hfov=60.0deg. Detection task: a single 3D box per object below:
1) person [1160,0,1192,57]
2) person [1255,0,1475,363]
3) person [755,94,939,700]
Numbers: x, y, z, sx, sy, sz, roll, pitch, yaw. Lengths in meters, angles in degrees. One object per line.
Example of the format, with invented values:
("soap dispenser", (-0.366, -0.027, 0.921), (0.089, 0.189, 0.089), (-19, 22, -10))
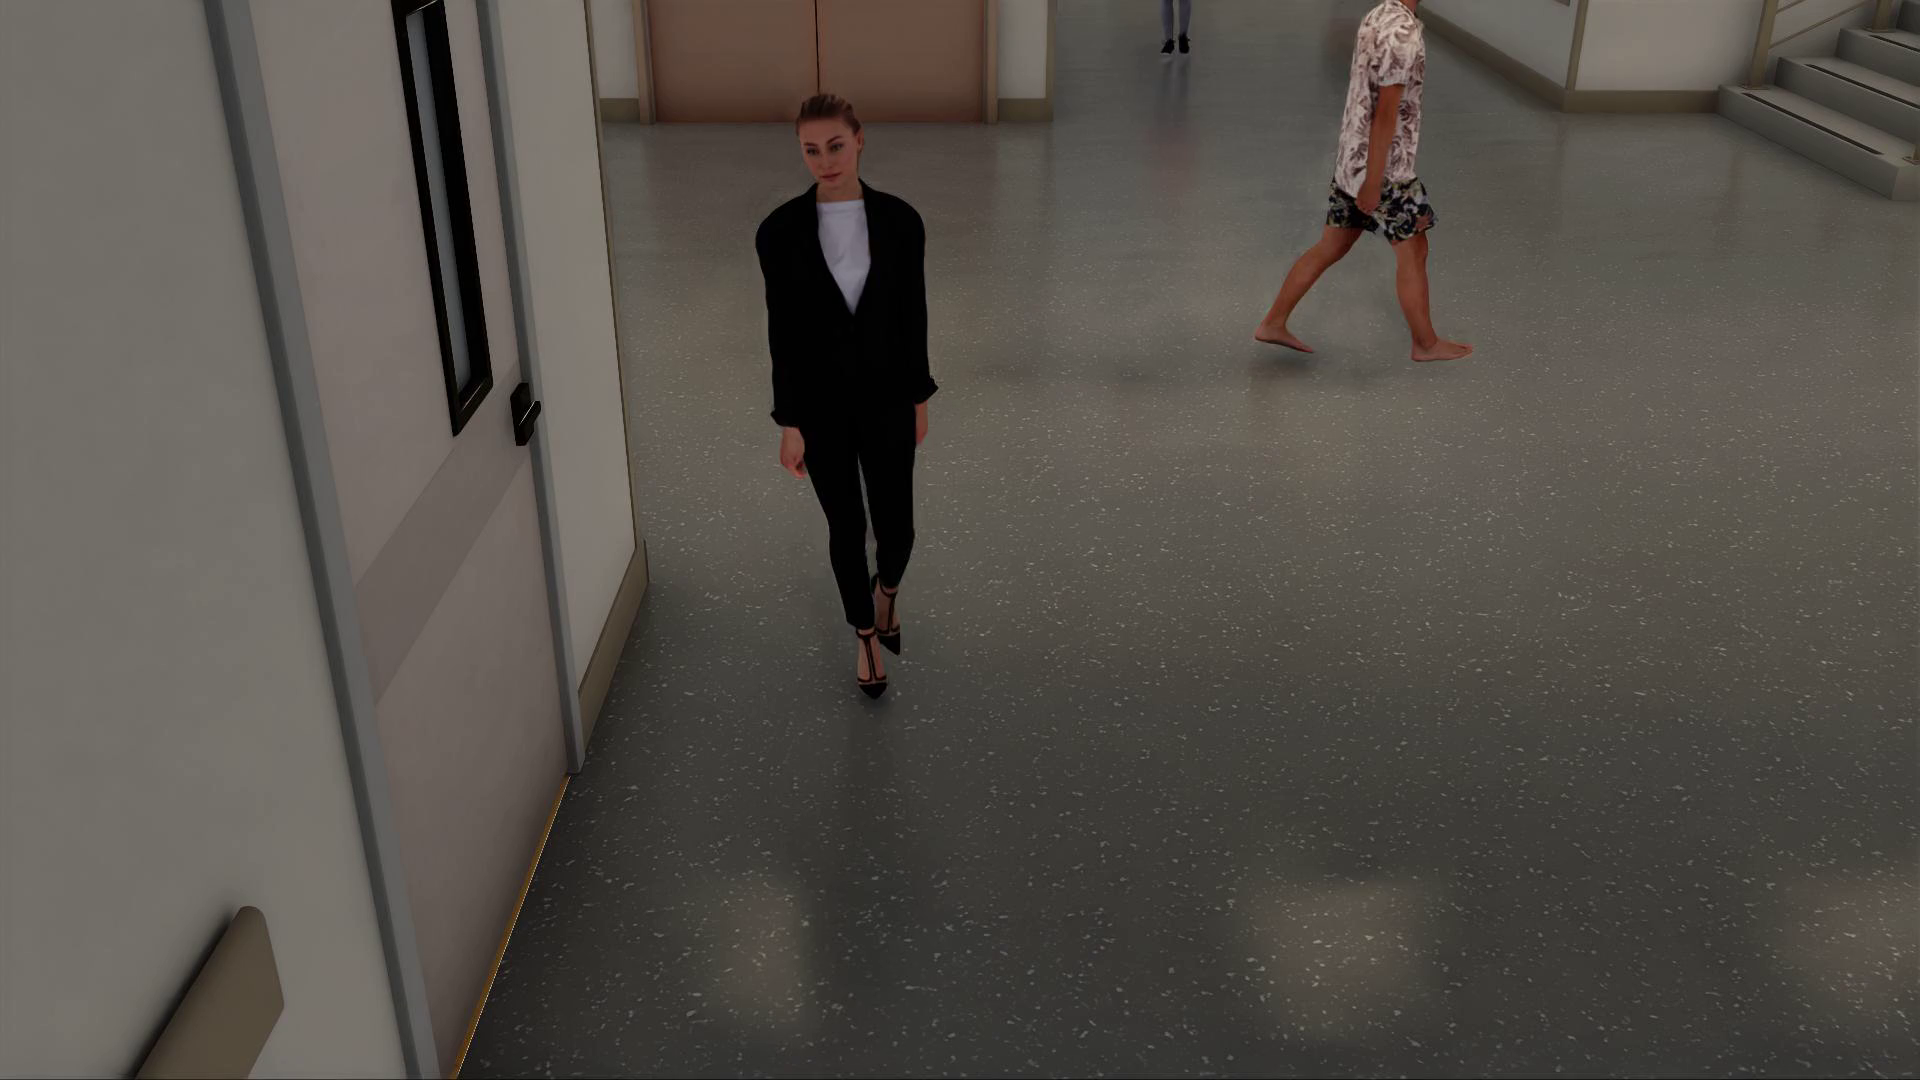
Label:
("person", (1.840, -5.013, 14.146), (0.601, 1.710, 0.674), (6, 26, 13))
("person", (1.640, -1.568, 6.928), (1.170, 1.774, 0.729), (-1, 26, -3))
("person", (-0.310, -0.367, 4.538), (0.619, 1.686, 0.734), (-6, 26, -12))
